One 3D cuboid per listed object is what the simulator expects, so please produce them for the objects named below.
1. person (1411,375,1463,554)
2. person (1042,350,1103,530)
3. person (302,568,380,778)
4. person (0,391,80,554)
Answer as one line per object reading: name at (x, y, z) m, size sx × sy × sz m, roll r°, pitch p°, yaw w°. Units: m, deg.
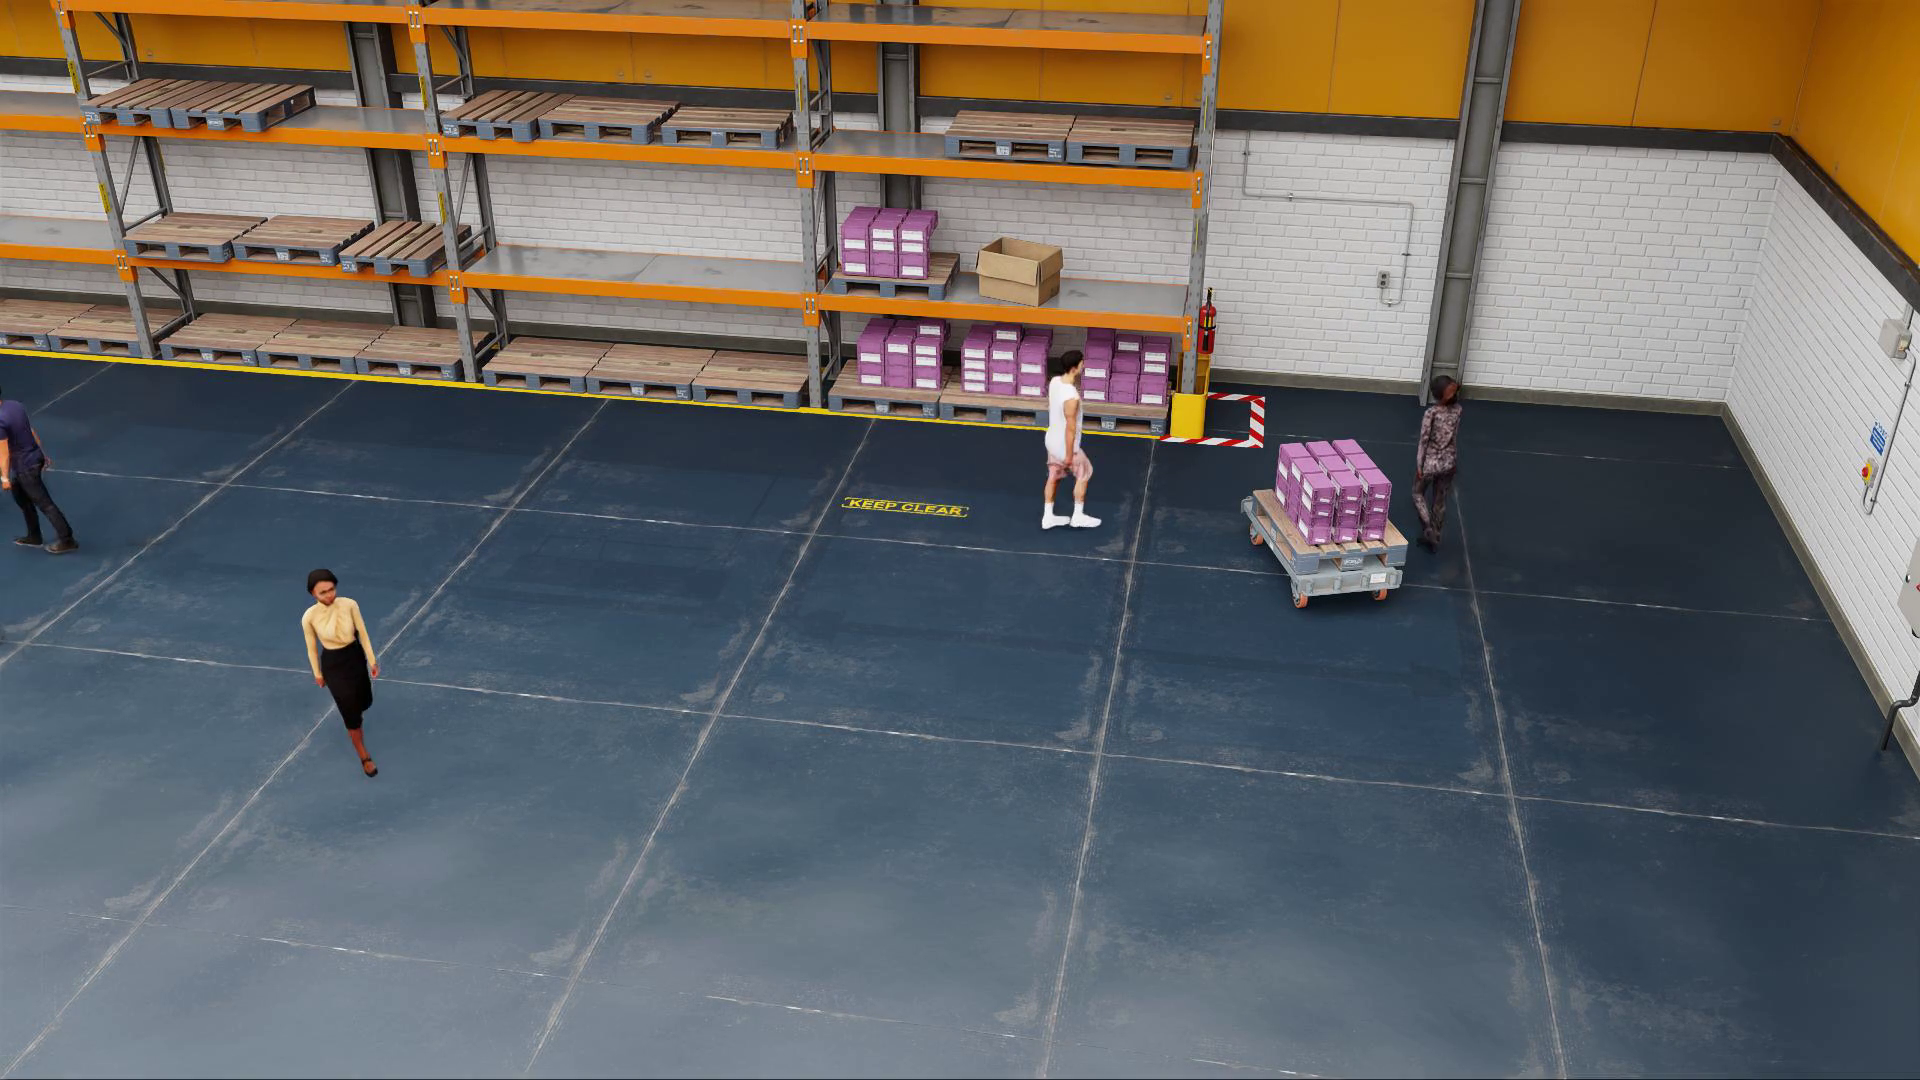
person at (4.296, -0.630, 14.850) m, size 0.695 × 1.705 × 0.766 m, roll -5°, pitch 29°, yaw -9°
person at (0.874, -0.889, 15.257) m, size 0.905 × 1.770 × 0.828 m, roll -11°, pitch 30°, yaw -19°
person at (-4.492, 0.910, 12.109) m, size 0.979 × 1.626 × 1.059 m, roll -20°, pitch 34°, yaw -32°
person at (-8.238, -0.663, 14.855) m, size 0.915 × 1.758 × 0.807 m, roll -4°, pitch 29°, yaw -7°
